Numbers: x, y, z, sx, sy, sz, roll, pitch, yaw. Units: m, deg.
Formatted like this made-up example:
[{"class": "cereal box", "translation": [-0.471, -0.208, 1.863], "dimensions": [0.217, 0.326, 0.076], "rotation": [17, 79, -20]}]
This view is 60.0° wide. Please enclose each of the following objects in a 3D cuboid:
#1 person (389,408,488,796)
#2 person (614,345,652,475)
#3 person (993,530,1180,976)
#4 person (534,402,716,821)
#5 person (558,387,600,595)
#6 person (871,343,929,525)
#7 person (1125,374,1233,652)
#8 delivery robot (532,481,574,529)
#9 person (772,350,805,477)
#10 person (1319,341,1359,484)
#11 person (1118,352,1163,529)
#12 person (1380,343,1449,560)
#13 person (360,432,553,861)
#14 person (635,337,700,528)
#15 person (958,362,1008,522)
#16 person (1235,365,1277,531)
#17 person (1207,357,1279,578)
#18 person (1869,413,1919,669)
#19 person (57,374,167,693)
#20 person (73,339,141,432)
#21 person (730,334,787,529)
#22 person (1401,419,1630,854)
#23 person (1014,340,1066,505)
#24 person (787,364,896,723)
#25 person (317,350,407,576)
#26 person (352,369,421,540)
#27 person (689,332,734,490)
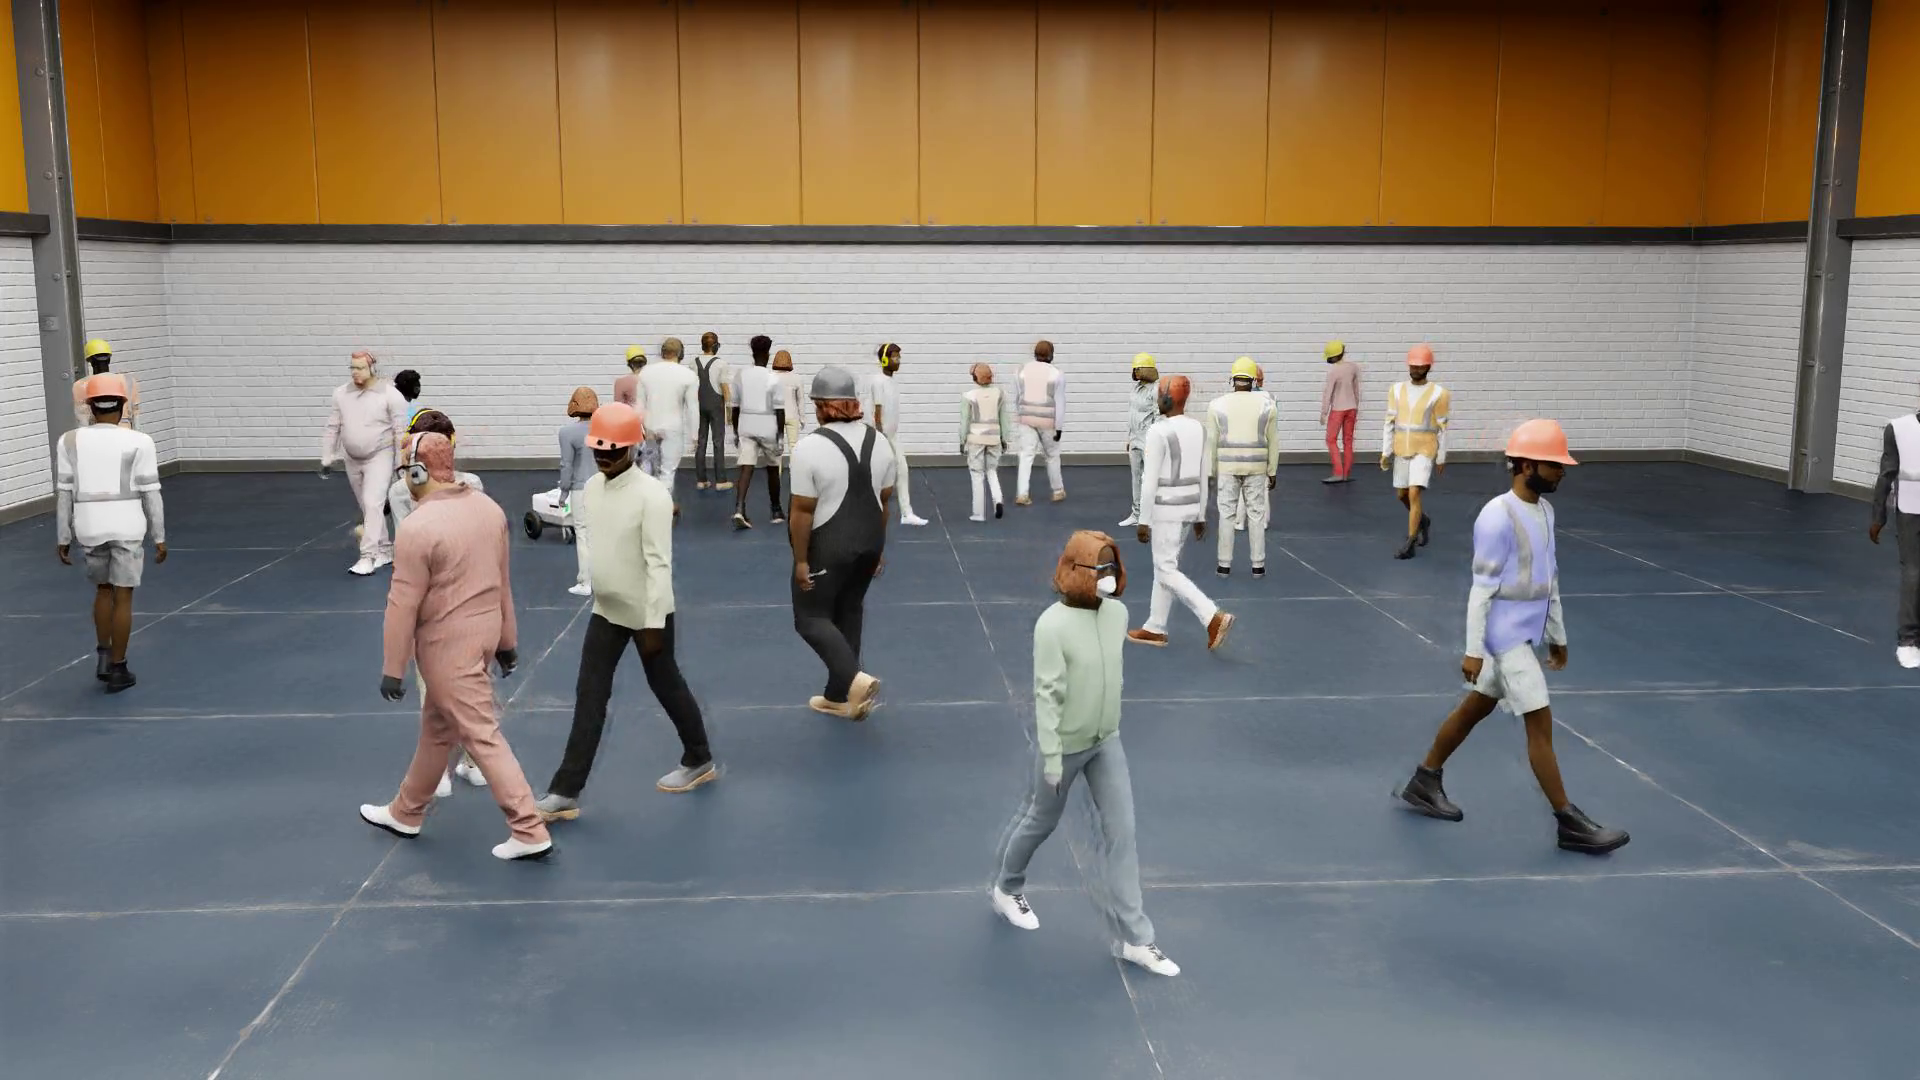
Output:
[{"class": "person", "translation": [-2.519, 0.299, 8.020], "dimensions": [0.313, 1.869, 0.539], "rotation": [7, 12, 39]}, {"class": "person", "translation": [-3.485, -1.236, 18.047], "dimensions": [0.533, 1.750, 0.687], "rotation": [-4, 10, -23]}, {"class": "person", "translation": [0.426, 0.743, 6.132], "dimensions": [0.508, 1.597, 0.873], "rotation": [-8, 12, -40]}, {"class": "person", "translation": [-1.532, 0.317, 7.725], "dimensions": [0.635, 1.931, 1.062], "rotation": [7, 12, 39]}, {"class": "person", "translation": [-2.909, -0.384, 13.042], "dimensions": [0.498, 1.634, 0.278], "rotation": [-7, 12, -39]}, {"class": "person", "translation": [-0.800, -1.063, 16.692], "dimensions": [0.924, 1.838, 0.539], "rotation": [4, 10, 22]}, {"class": "person", "translation": [1.458, -0.168, 10.990], "dimensions": [0.816, 1.863, 0.585], "rotation": [8, 12, 42]}, {"class": "delivery robot", "translation": [-3.732, -0.314, 15.675], "dimensions": [0.477, 0.478, 0.707], "rotation": [-8, 11, -40]}, {"class": "person", "translation": [-2.055, -1.394, 19.387], "dimensions": [0.507, 1.632, 0.275], "rotation": [-2, 9, -13]}, {"class": "person", "translation": [4.578, -1.530, 19.991], "dimensions": [0.634, 1.720, 0.334], "rotation": [-6, 11, -34]}, {"class": "person", "translation": [1.804, -0.975, 16.411], "dimensions": [0.294, 1.744, 0.486], "rotation": [-6, 11, -32]}, {"class": "person", "translation": [4.099, -0.810, 14.880], "dimensions": [0.542, 1.913, 0.883], "rotation": [7, 12, 38]}, {"class": "person", "translation": [-2.197, 0.455, 7.120], "dimensions": [1.044, 1.842, 0.650], "rotation": [3, 9, 16]}, {"class": "person", "translation": [-2.880, -1.066, 16.588], "dimensions": [0.645, 1.878, 0.922], "rotation": [2, 9, 15]}, {"class": "person", "translation": [0.235, -0.981, 16.793], "dimensions": [0.540, 1.624, 0.388], "rotation": [-4, 10, -24]}, {"class": "person", "translation": [2.849, -0.893, 16.262], "dimensions": [0.515, 1.632, 0.315], "rotation": [-1, 9, -9]}, {"class": "person", "translation": [2.325, -0.594, 13.740], "dimensions": [0.600, 1.829, 0.404], "rotation": [1, 9, 6]}, {"class": "person", "translation": [6.196, -0.122, 10.561], "dimensions": [0.637, 1.892, 0.723], "rotation": [1, 9, 6]}, {"class": "person", "translation": [-5.109, -0.041, 10.032], "dimensions": [0.594, 1.902, 0.504], "rotation": [-1, 9, -9]}, {"class": "person", "translation": [-7.812, -0.876, 15.247], "dimensions": [0.380, 1.917, 0.586], "rotation": [7, 11, 36]}, {"class": "person", "translation": [-2.023, -1.071, 16.512], "dimensions": [0.619, 1.943, 0.960], "rotation": [2, 9, 14]}, {"class": "person", "translation": [2.450, 0.399, 7.370], "dimensions": [1.051, 1.882, 0.558], "rotation": [7, 12, 38]}, {"class": "person", "translation": [0.882, -1.280, 18.191], "dimensions": [0.628, 1.797, 0.952], "rotation": [4, 10, 22]}, {"class": "person", "translation": [-0.654, 0.025, 9.204], "dimensions": [0.692, 2.000, 0.729], "rotation": [-8, 12, -42]}, {"class": "person", "translation": [-5.012, -0.633, 13.887], "dimensions": [0.660, 1.867, 0.931], "rotation": [3, 9, 16]}, {"class": "person", "translation": [-5.104, -0.724, 15.095], "dimensions": [0.822, 1.659, 0.527], "rotation": [-4, 10, -26]}, {"class": "person", "translation": [-2.907, -1.499, 19.385], "dimensions": [0.517, 1.843, 0.326], "rotation": [3, 10, 18]}]
